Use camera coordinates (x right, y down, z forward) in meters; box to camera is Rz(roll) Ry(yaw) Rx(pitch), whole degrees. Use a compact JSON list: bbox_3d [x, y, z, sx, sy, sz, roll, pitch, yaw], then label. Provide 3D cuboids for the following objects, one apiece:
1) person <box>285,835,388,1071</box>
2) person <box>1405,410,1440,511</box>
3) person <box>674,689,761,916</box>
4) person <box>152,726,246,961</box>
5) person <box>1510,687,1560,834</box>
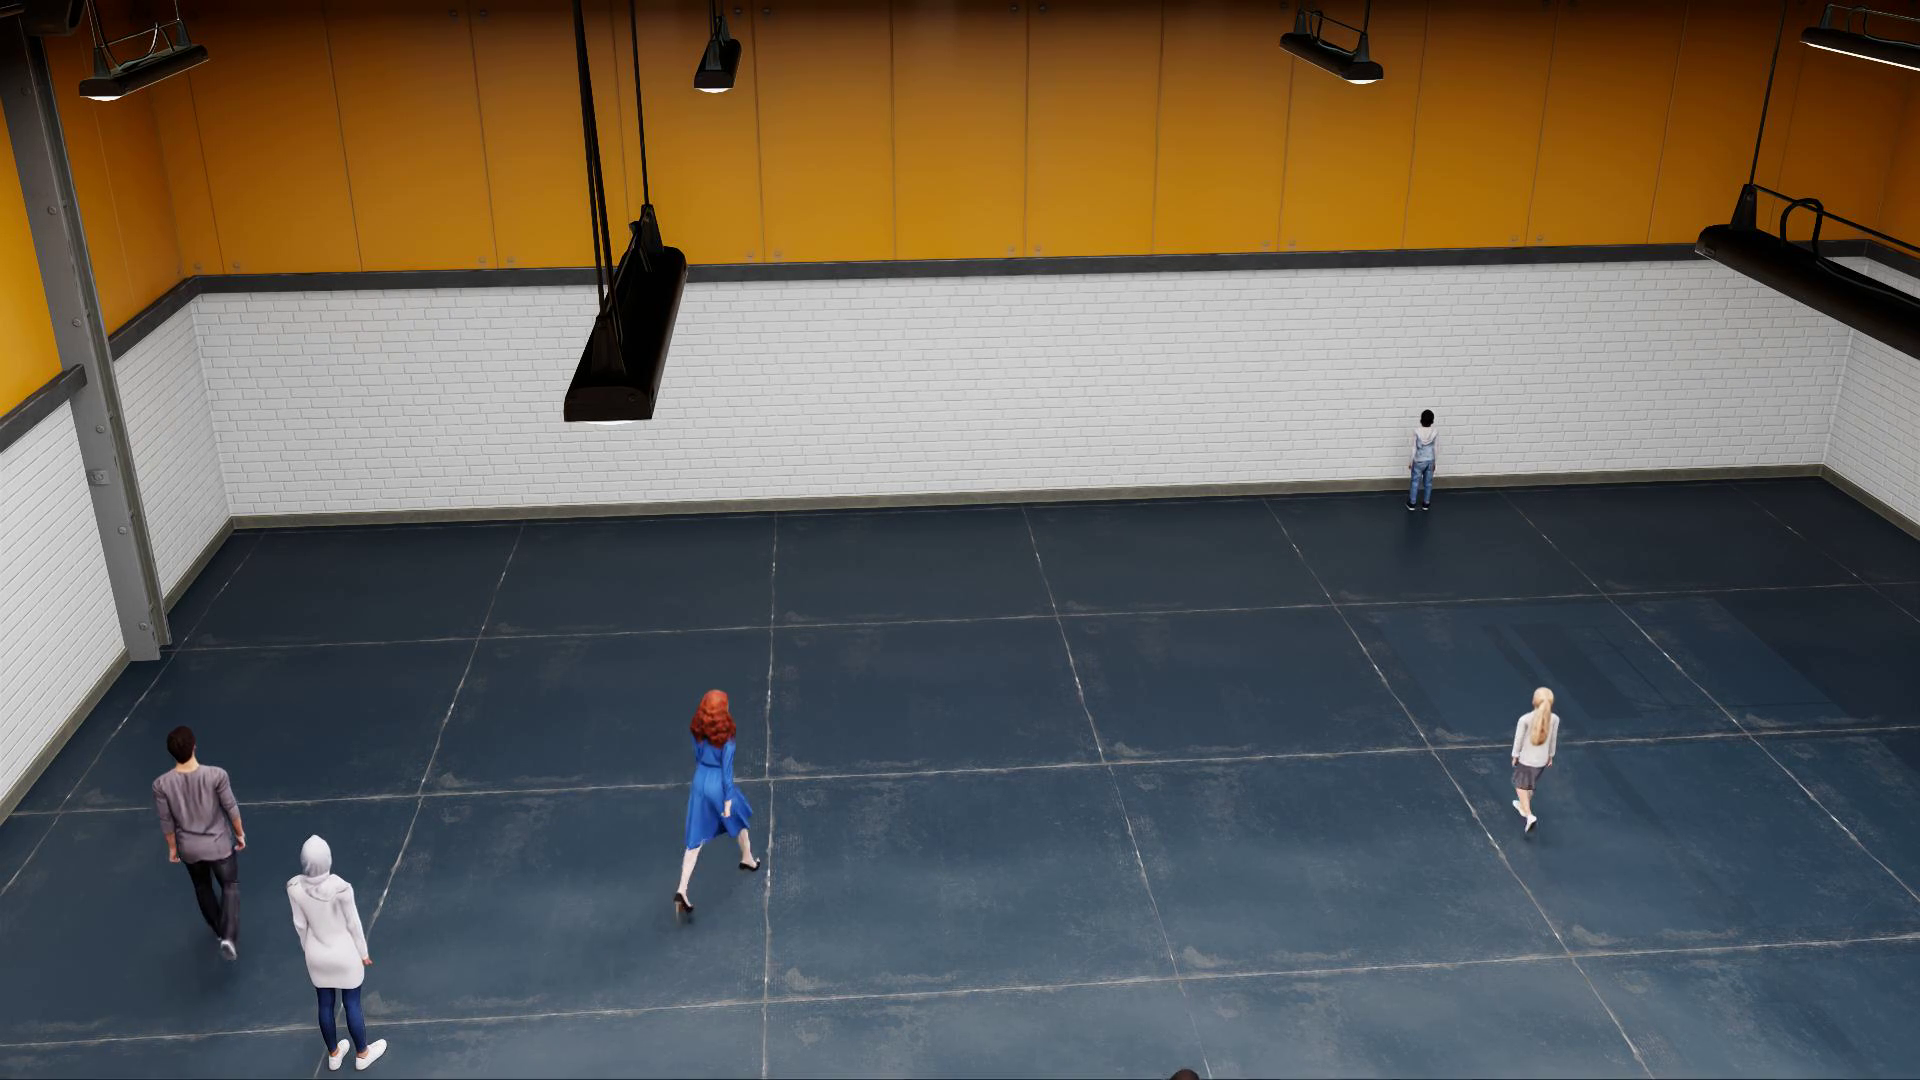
[{"bbox_3d":[-4.135,2.727,10.958,0.654,1.775,0.594,3,24,7],"label":"person"},{"bbox_3d":[5.585,-0.971,20.059,0.513,1.260,0.533,2,24,5],"label":"person"},{"bbox_3d":[-1.935,2.011,12.596,1.055,1.774,1.239,13,27,27],"label":"person"},{"bbox_3d":[-5.476,2.226,12.033,0.808,1.831,1.044,-7,25,-16],"label":"person"},{"bbox_3d":[4.737,1.806,13.704,0.502,1.261,0.773,-2,24,-4],"label":"person"}]
